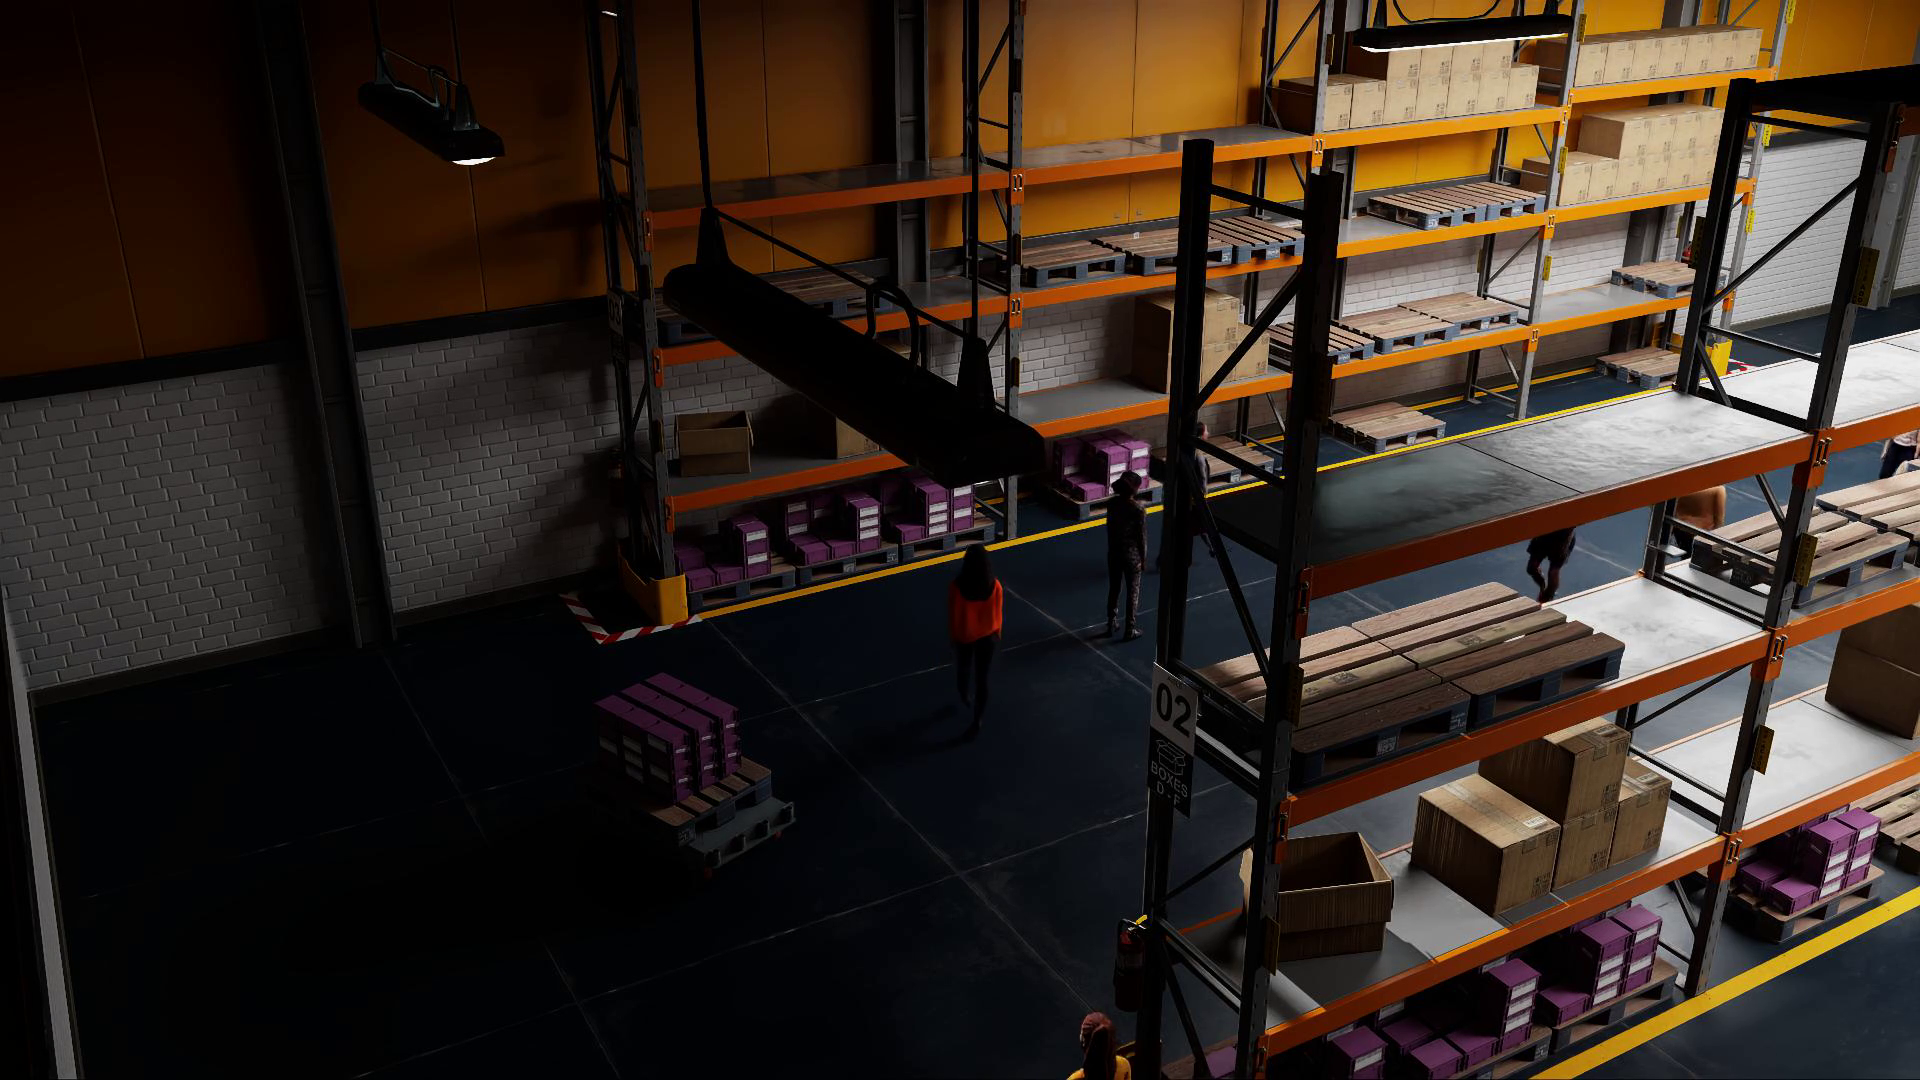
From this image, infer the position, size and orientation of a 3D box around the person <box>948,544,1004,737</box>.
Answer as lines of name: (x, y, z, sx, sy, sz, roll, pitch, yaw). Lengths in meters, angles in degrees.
person: (0.137, 0.888, 14.359, 1.001, 1.723, 0.967, 0, 24, 0)

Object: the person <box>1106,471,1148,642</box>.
person: (1.594, 0.143, 16.071, 0.647, 1.716, 0.646, 17, 29, 34)

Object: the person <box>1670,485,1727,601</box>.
person: (7.203, -0.021, 16.440, 1.245, 1.720, 0.804, -17, 29, -34)

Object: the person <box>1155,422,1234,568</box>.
person: (2.343, -0.415, 17.465, 1.188, 1.622, 0.876, -4, 24, -10)

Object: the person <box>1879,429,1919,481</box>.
person: (10.650, -0.971, 18.654, 0.816, 1.689, 0.630, -10, 26, -23)

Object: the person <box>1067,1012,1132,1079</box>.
person: (0.767, 3.335, 8.806, 1.152, 1.686, 0.874, -18, 30, -36)
